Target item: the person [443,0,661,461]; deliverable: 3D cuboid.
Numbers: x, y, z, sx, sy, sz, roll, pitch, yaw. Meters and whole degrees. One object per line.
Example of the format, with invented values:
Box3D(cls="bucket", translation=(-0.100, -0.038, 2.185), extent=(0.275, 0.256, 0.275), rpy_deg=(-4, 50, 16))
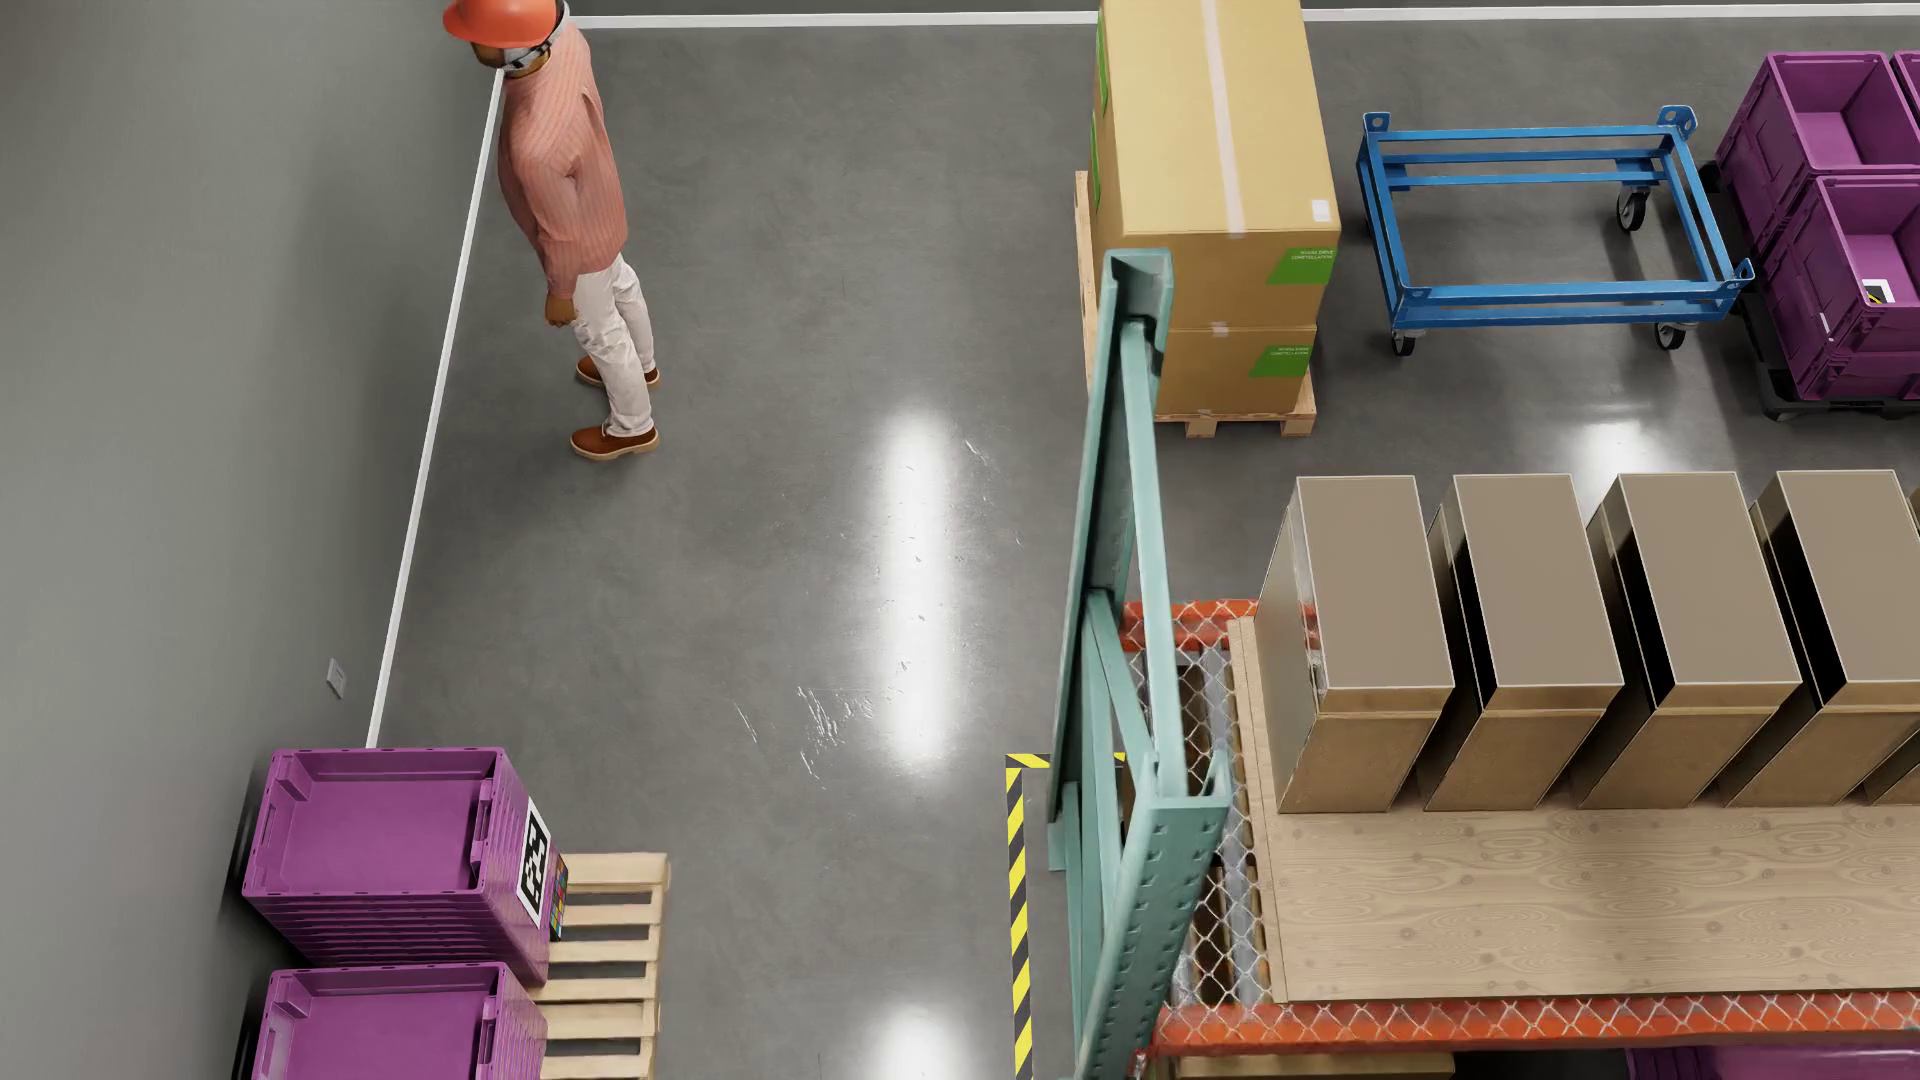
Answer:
Box3D(cls="person", translation=(-1.228, -0.992, 5.253), extent=(0.375, 1.997, 0.611), rpy_deg=(-1, 58, -1))
